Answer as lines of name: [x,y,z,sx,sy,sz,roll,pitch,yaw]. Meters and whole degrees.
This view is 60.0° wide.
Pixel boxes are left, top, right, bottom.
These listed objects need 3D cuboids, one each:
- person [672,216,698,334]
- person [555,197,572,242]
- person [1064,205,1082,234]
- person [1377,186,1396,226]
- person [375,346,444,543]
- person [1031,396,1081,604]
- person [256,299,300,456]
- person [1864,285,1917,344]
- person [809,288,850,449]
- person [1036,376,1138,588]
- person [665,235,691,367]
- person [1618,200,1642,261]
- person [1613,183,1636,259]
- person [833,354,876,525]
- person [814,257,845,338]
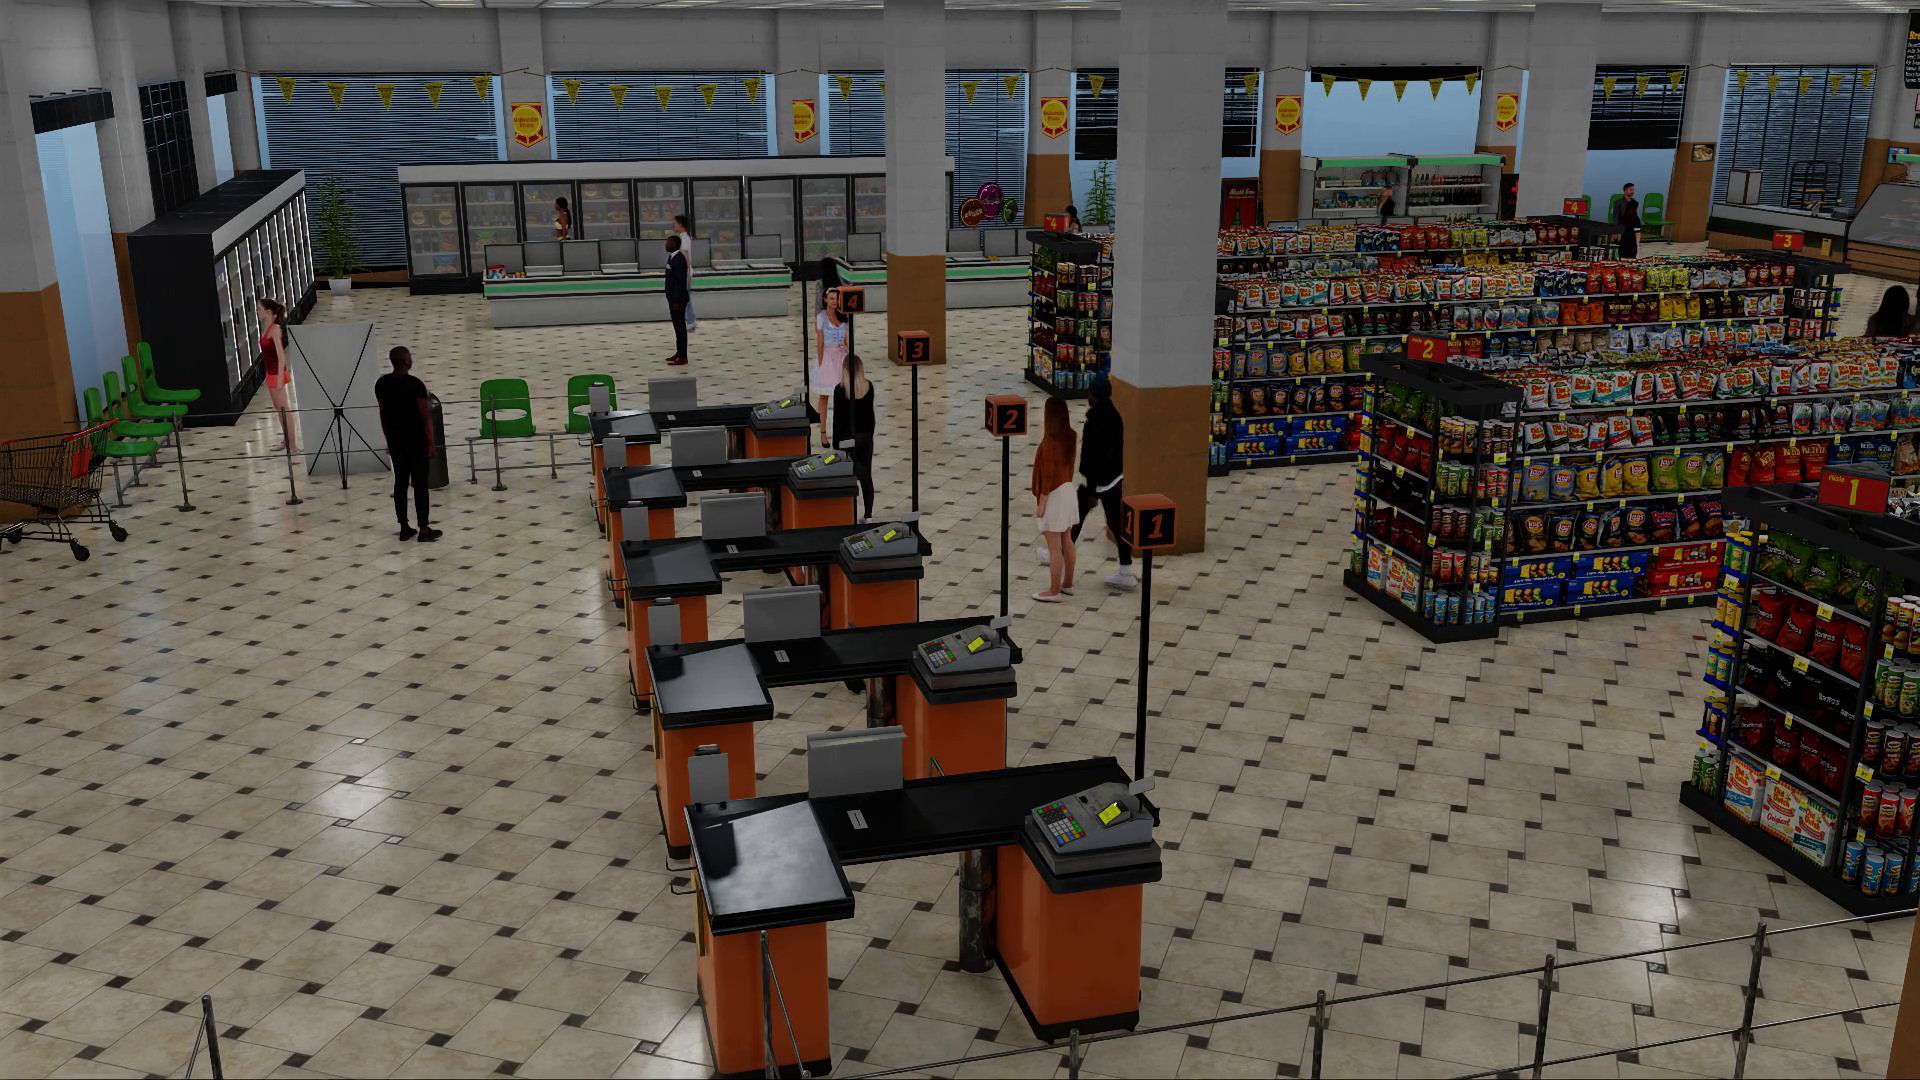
person: [-4.225,-4.134,26.012,0.645,1.838,0.704,-3,17,-9]
person: [-7.092,-5.292,29.969,0.557,1.754,0.595,-1,17,-5]
person: [1.863,-4.755,28.129,0.547,1.795,0.580,-5,18,-17]
person: [8.557,-6.215,33.188,0.997,1.650,0.690,-7,18,-23]
person: [-5.103,-0.891,15.362,0.672,1.819,0.806,4,17,14]
person: [0.813,-0.345,13.731,0.765,1.723,0.693,11,20,33]
person: [-7.628,-1.827,18.561,0.608,1.752,0.618,-10,19,-29]
person: [10.462,-1.918,18.776,1.130,1.801,1.013,2,17,8]
person: [-1.454,-1.968,18.913,0.777,1.818,0.862,-11,20,-33]
person: [1.277,-0.451,13.995,1.176,1.772,1.230,13,21,36]
person: [-4.031,-3.430,23.718,0.591,1.822,0.684,-4,17,-13]
person: [12.314,-5.438,30.646,0.682,1.639,0.676,-11,20,-32]
person: [12.567,-5.823,31.511,0.598,1.874,0.780,-8,19,-24]
person: [-0.993,-0.923,15.696,0.575,1.686,0.727,-11,20,-31]
person: [-1.726,-2.906,22.157,0.723,1.726,0.755,-9,19,-28]
